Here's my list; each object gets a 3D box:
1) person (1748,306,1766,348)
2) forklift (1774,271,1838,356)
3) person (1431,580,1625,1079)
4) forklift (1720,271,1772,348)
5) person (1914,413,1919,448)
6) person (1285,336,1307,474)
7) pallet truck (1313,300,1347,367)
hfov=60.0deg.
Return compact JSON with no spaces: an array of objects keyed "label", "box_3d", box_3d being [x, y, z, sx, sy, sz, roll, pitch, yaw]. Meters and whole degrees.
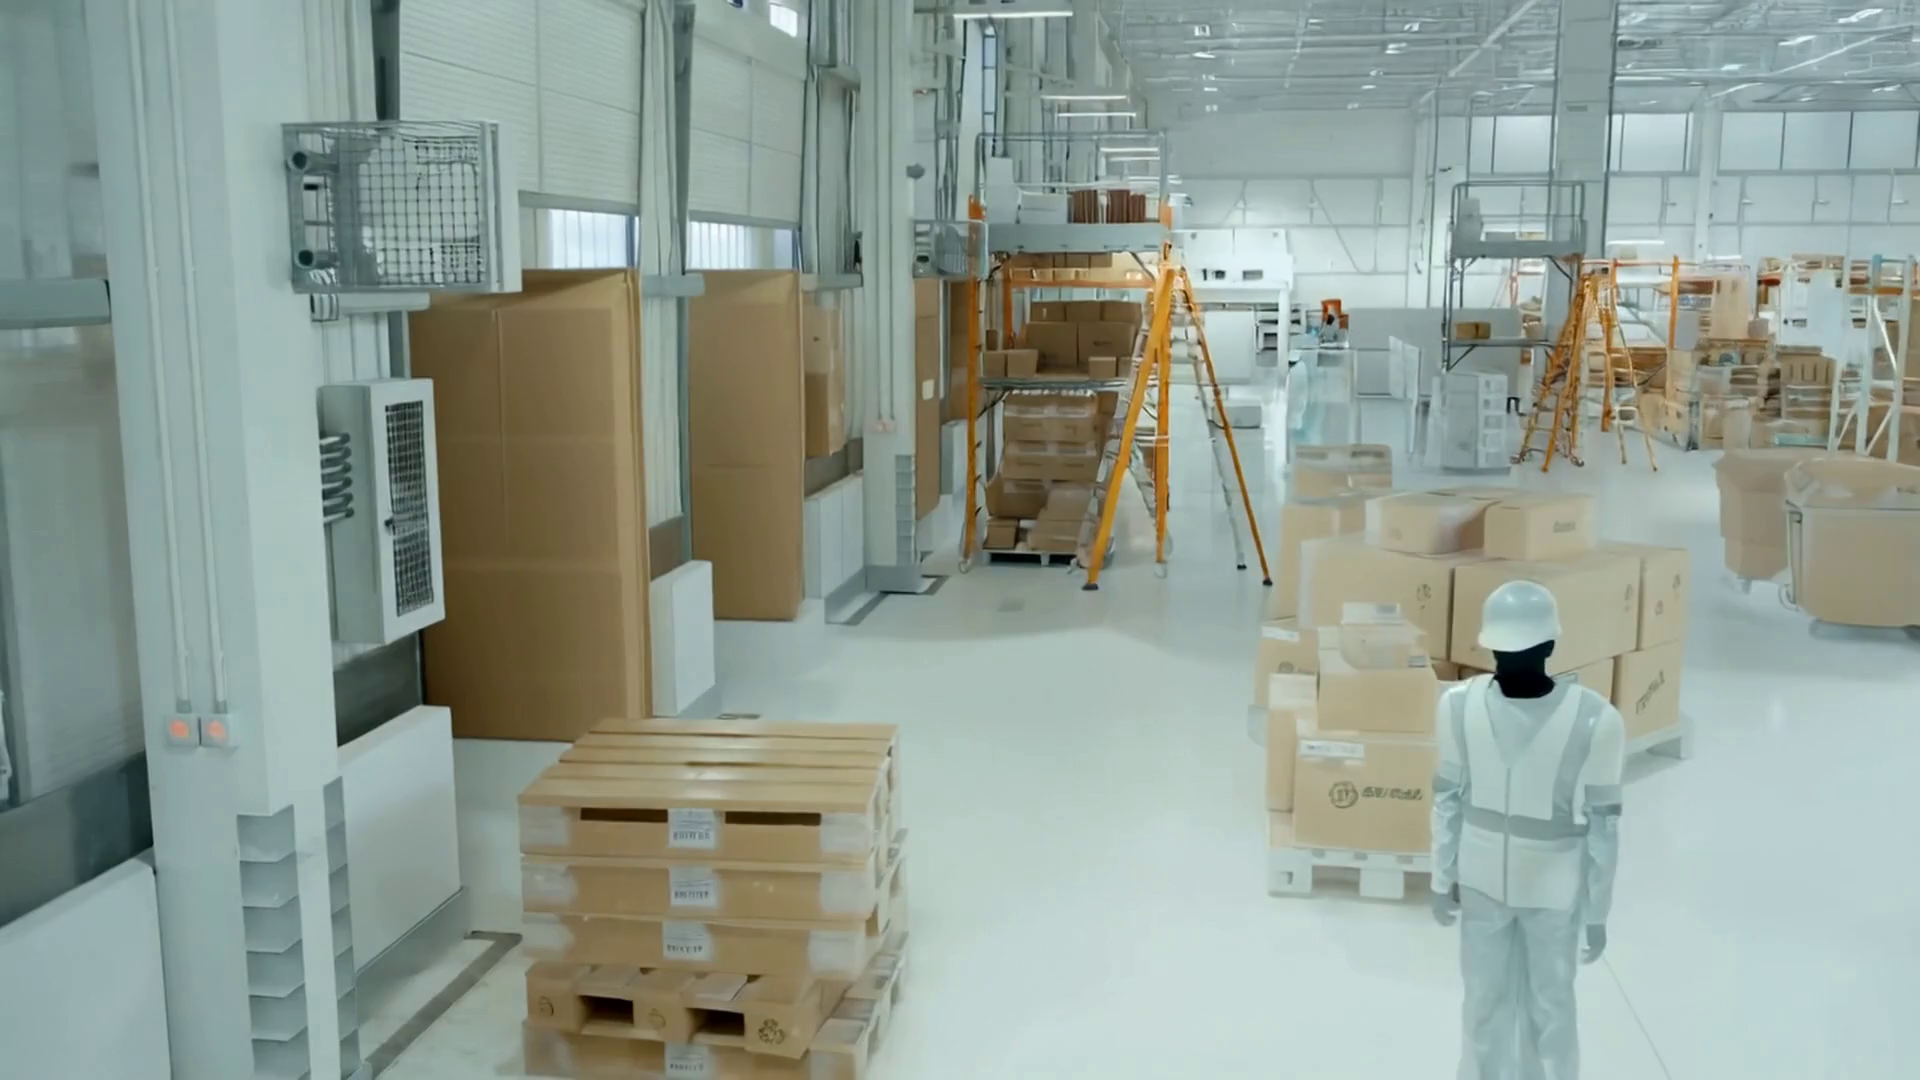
[{"label":"person","box_3d":[20.157,-4.944,42.156,0.631,1.940,0.372,-8,12,-41]},{"label":"forklift","box_3d":[19.809,-4.804,38.393,1.873,2.768,1.129,1,9,9]},{"label":"person","box_3d":[1.728,1.065,5.169,0.586,1.919,0.398,7,12,37]},{"label":"forklift","box_3d":[22.245,-6.318,47.732,1.873,2.768,1.129,-3,10,-17]},{"label":"person","box_3d":[15.601,-2.339,26.707,0.319,1.739,0.485,9,13,44]},{"label":"person","box_3d":[4.666,-1.895,23.361,0.377,1.932,0.552,-1,9,-7]},{"label":"pallet truck","box_3d":[11.159,-6.200,49.718,0.823,1.965,1.885,4,10,26]}]
